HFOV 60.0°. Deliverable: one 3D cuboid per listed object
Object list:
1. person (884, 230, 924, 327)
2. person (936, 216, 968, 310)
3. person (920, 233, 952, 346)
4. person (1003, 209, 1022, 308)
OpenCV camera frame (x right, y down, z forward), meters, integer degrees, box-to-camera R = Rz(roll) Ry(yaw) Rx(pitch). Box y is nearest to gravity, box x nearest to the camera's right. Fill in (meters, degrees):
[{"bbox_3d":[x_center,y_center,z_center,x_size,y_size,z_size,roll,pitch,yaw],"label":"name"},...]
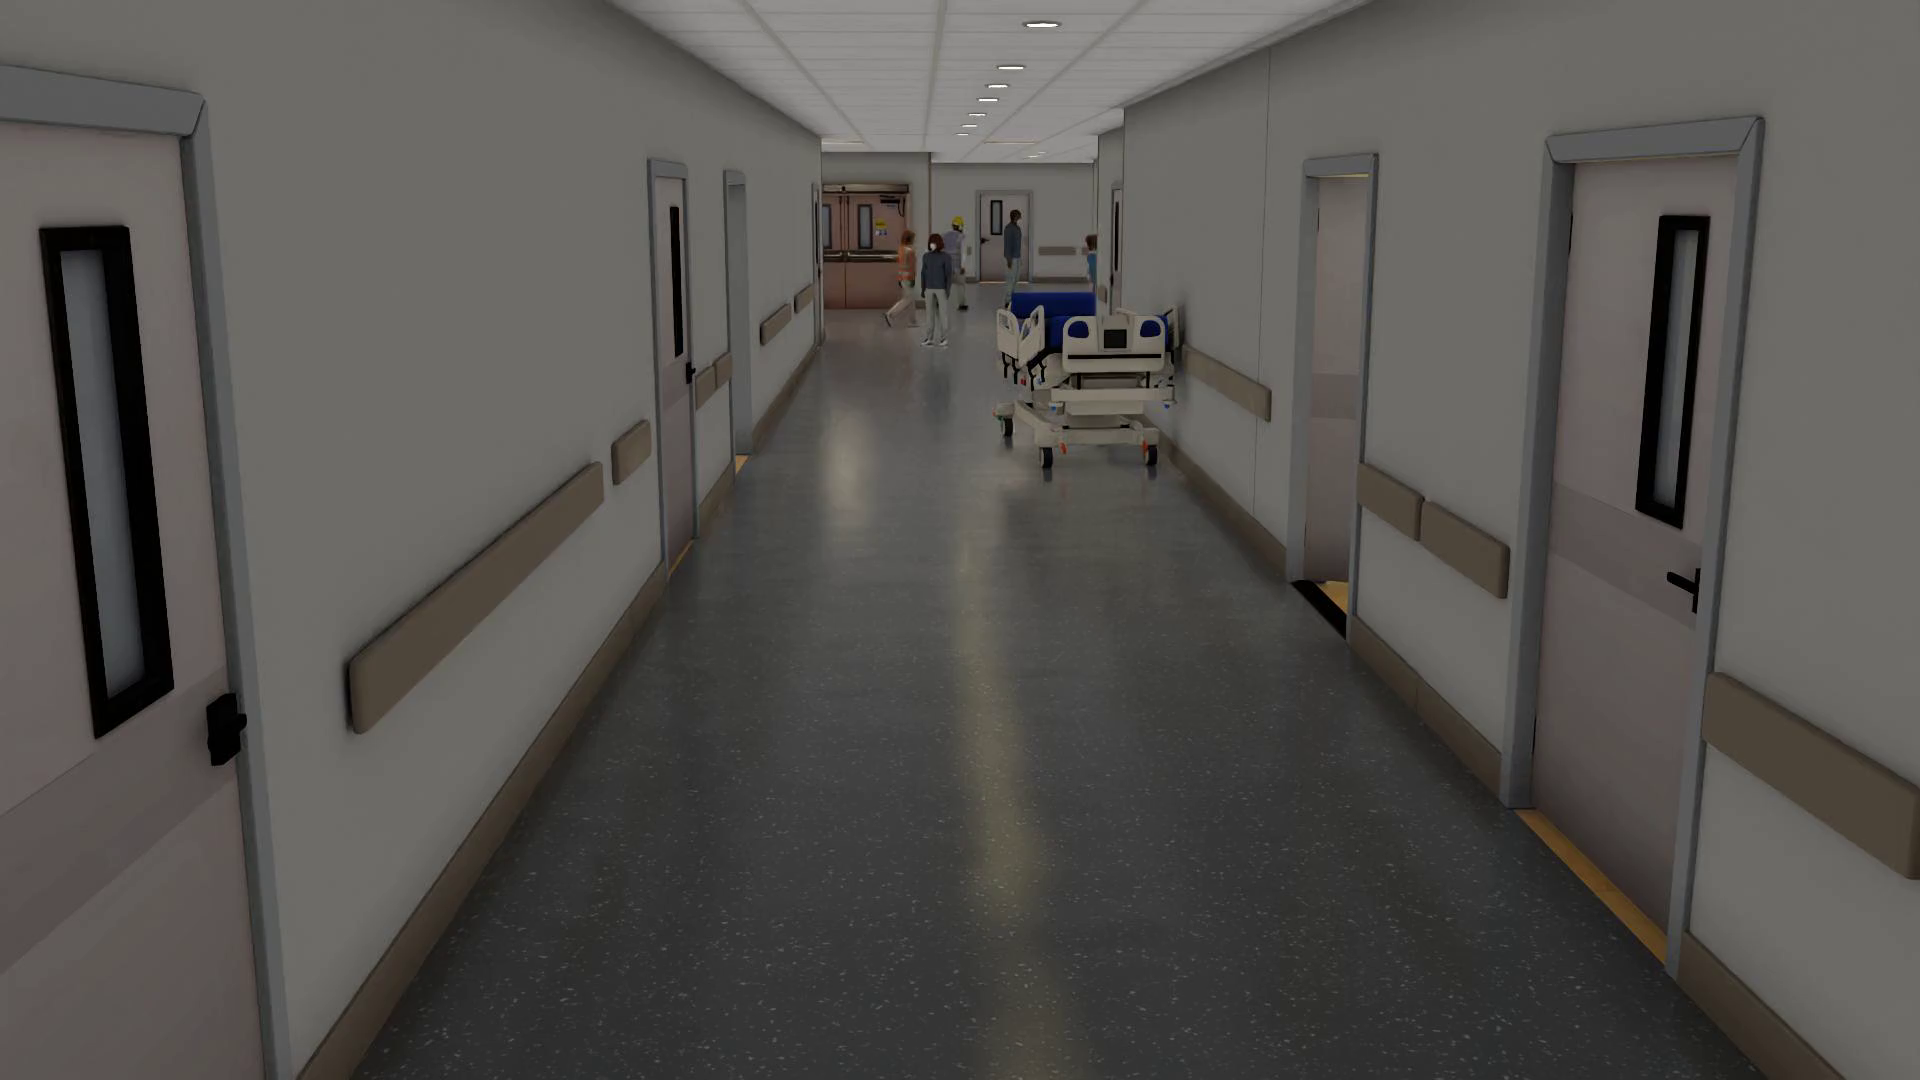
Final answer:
[{"bbox_3d":[-0.934,-4.319,27.591,0.703,1.617,0.524,-5,13,-24],"label":"person"},{"bbox_3d":[-0.144,-5.310,31.954,0.599,1.807,0.705,8,14,33],"label":"person"},{"bbox_3d":[-0.352,-3.641,24.229,0.501,1.636,0.280,6,13,27],"label":"person"},{"bbox_3d":[1.049,-5.529,32.728,0.382,1.928,0.636,4,12,20],"label":"person"}]
